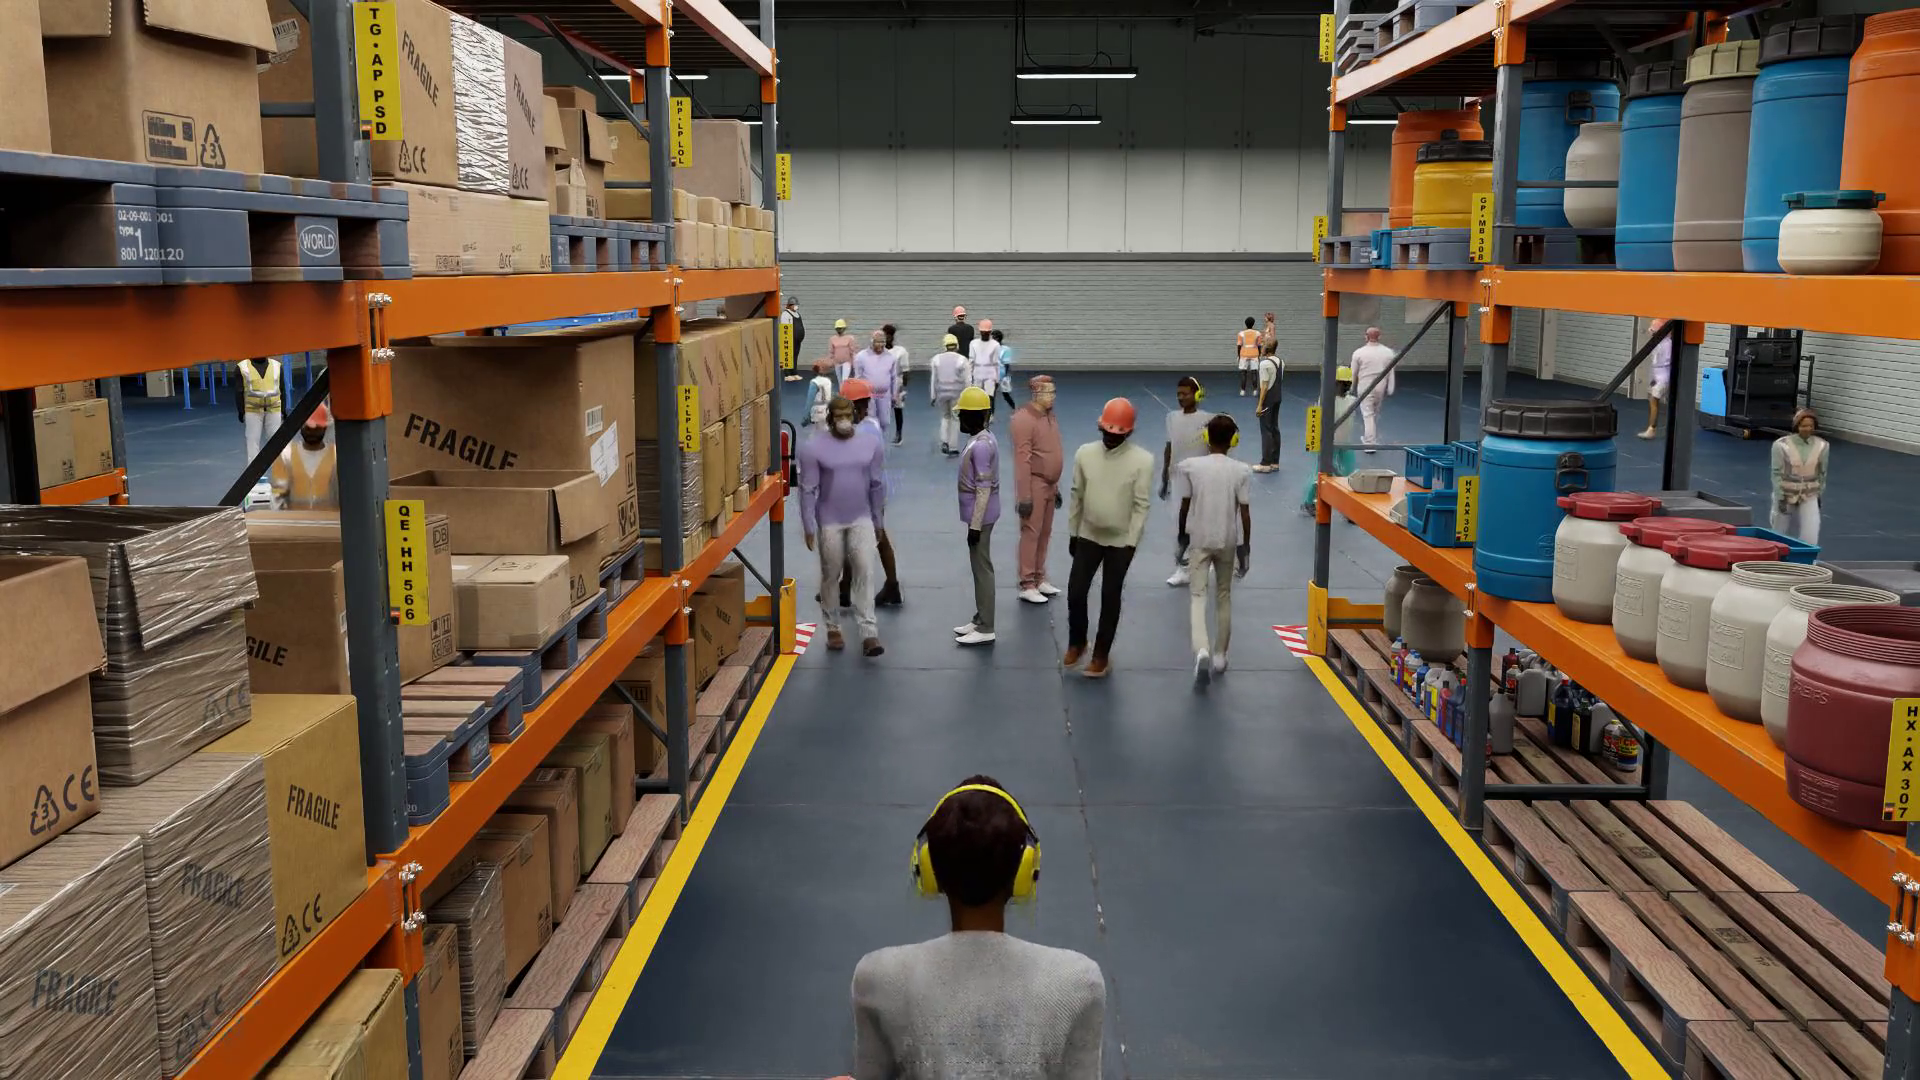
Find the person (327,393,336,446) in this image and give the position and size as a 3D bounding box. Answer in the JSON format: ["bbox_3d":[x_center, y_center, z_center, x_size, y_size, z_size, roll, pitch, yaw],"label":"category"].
[{"bbox_3d":[-7.635,-1.507,20.505,0.979,1.912,0.618,3,10,18],"label":"person"}]

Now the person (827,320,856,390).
[{"bbox_3d":[-2.349,-3.443,32.602,0.545,1.726,0.852,3,10,18],"label":"person"}]

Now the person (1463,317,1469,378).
[{"bbox_3d":[12.508,-4.933,41.441,0.327,1.760,0.523,-2,10,-10],"label":"person"}]

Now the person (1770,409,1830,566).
[{"bbox_3d":[7.245,-0.335,14.378,0.500,1.591,0.871,2,10,9],"label":"person"}]

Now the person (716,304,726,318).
[{"bbox_3d":[-5.234,-4.293,37.115,0.624,1.921,0.771,-8,12,-39],"label":"person"}]

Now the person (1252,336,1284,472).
[{"bbox_3d":[4.222,-1.858,22.761,0.335,1.844,0.513,8,12,40],"label":"person"}]

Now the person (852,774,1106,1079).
[{"bbox_3d":[0.050,1.372,3.389,0.564,1.851,0.592,1,9,3],"label":"person"}]

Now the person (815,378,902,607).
[{"bbox_3d":[-0.878,-0.390,13.774,0.832,1.899,0.567,-1,9,-3],"label":"person"}]

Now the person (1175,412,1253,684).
[{"bbox_3d":[1.732,0.044,11.405,0.518,1.842,0.834,1,10,7],"label":"person"}]

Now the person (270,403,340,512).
[{"bbox_3d":[-4.615,-0.063,11.900,0.565,1.880,1.009,-2,10,-11],"label":"person"}]

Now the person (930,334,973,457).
[{"bbox_3d":[-0.111,-2.124,24.467,0.635,1.801,0.433,4,10,20],"label":"person"}]

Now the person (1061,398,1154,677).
[{"bbox_3d":[0.995,-0.005,11.366,0.666,1.943,0.514,5,11,26],"label":"person"}]

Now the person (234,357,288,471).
[{"bbox_3d":[-9.174,-1.709,21.878,0.636,1.842,0.429,-6,11,-33],"label":"person"}]

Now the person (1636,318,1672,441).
[{"bbox_3d":[11.411,-2.602,26.890,0.836,1.984,0.661,2,10,14],"label":"person"}]

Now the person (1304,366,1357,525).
[{"bbox_3d":[4.160,-1.075,18.455,0.529,1.735,0.901,-4,10,-24],"label":"person"}]

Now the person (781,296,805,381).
[{"bbox_3d":[-4.028,-4.874,40.365,0.536,2.000,0.684,4,10,24],"label":"person"}]

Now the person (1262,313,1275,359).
[{"bbox_3d":[7.447,-4.651,40.113,0.310,1.636,0.523,-1,10,-7],"label":"person"}]

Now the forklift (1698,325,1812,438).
[{"bbox_3d":[13.248,-3.165,27.620,1.129,2.768,1.873,0,9,1],"label":"forklift"}]

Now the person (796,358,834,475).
[{"bbox_3d":[-1.823,-1.616,22.091,0.904,1.594,0.508,3,10,15],"label":"person"}]

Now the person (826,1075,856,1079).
[{"bbox_3d":[-0.057,1.576,1.991,0.599,1.910,0.420,1,10,8],"label":"person"}]

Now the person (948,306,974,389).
[{"bbox_3d":[0.003,-3.568,32.556,0.622,1.993,0.381,-7,12,-35],"label":"person"}]

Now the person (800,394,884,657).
[{"bbox_3d":[-0.821,-0.091,12.028,0.639,1.892,0.971,-3,10,-15],"label":"person"}]

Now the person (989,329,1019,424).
[{"bbox_3d":[0.732,-2.922,29.658,0.537,1.675,0.740,7,12,37],"label":"person"}]

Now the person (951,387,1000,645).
[{"bbox_3d":[0.120,-0.187,12.501,0.369,1.928,0.585,0,9,0],"label":"person"}]

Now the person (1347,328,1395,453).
[{"bbox_3d":[6.175,-2.267,25.159,0.676,1.853,0.975,-1,10,-7],"label":"person"}]

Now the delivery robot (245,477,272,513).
[{"bbox_3d":[-7.509,-0.431,17.915,0.477,0.478,0.707,-4,10,-21],"label":"delivery robot"}]

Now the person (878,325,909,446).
[{"bbox_3d":[-1.083,-2.367,25.649,0.618,1.897,1.062,2,10,13],"label":"person"}]

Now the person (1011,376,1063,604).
[{"bbox_3d":[0.669,-0.435,14.092,0.408,1.897,0.705,4,10,24],"label":"person"}]

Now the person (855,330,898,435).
[{"bbox_3d":[-1.237,-2.129,24.304,0.656,1.879,0.678,-3,10,-16],"label":"person"}]

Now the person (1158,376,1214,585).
[{"bbox_3d":[2.043,-0.542,14.851,0.518,1.856,0.498,8,13,41],"label":"person"}]

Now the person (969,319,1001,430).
[{"bbox_3d":[0.410,-2.715,27.654,0.572,1.924,0.514,2,10,14],"label":"person"}]

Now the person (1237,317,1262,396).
[{"bbox_3d":[6.187,-3.925,35.583,0.540,1.695,0.317,0,9,3],"label":"person"}]
